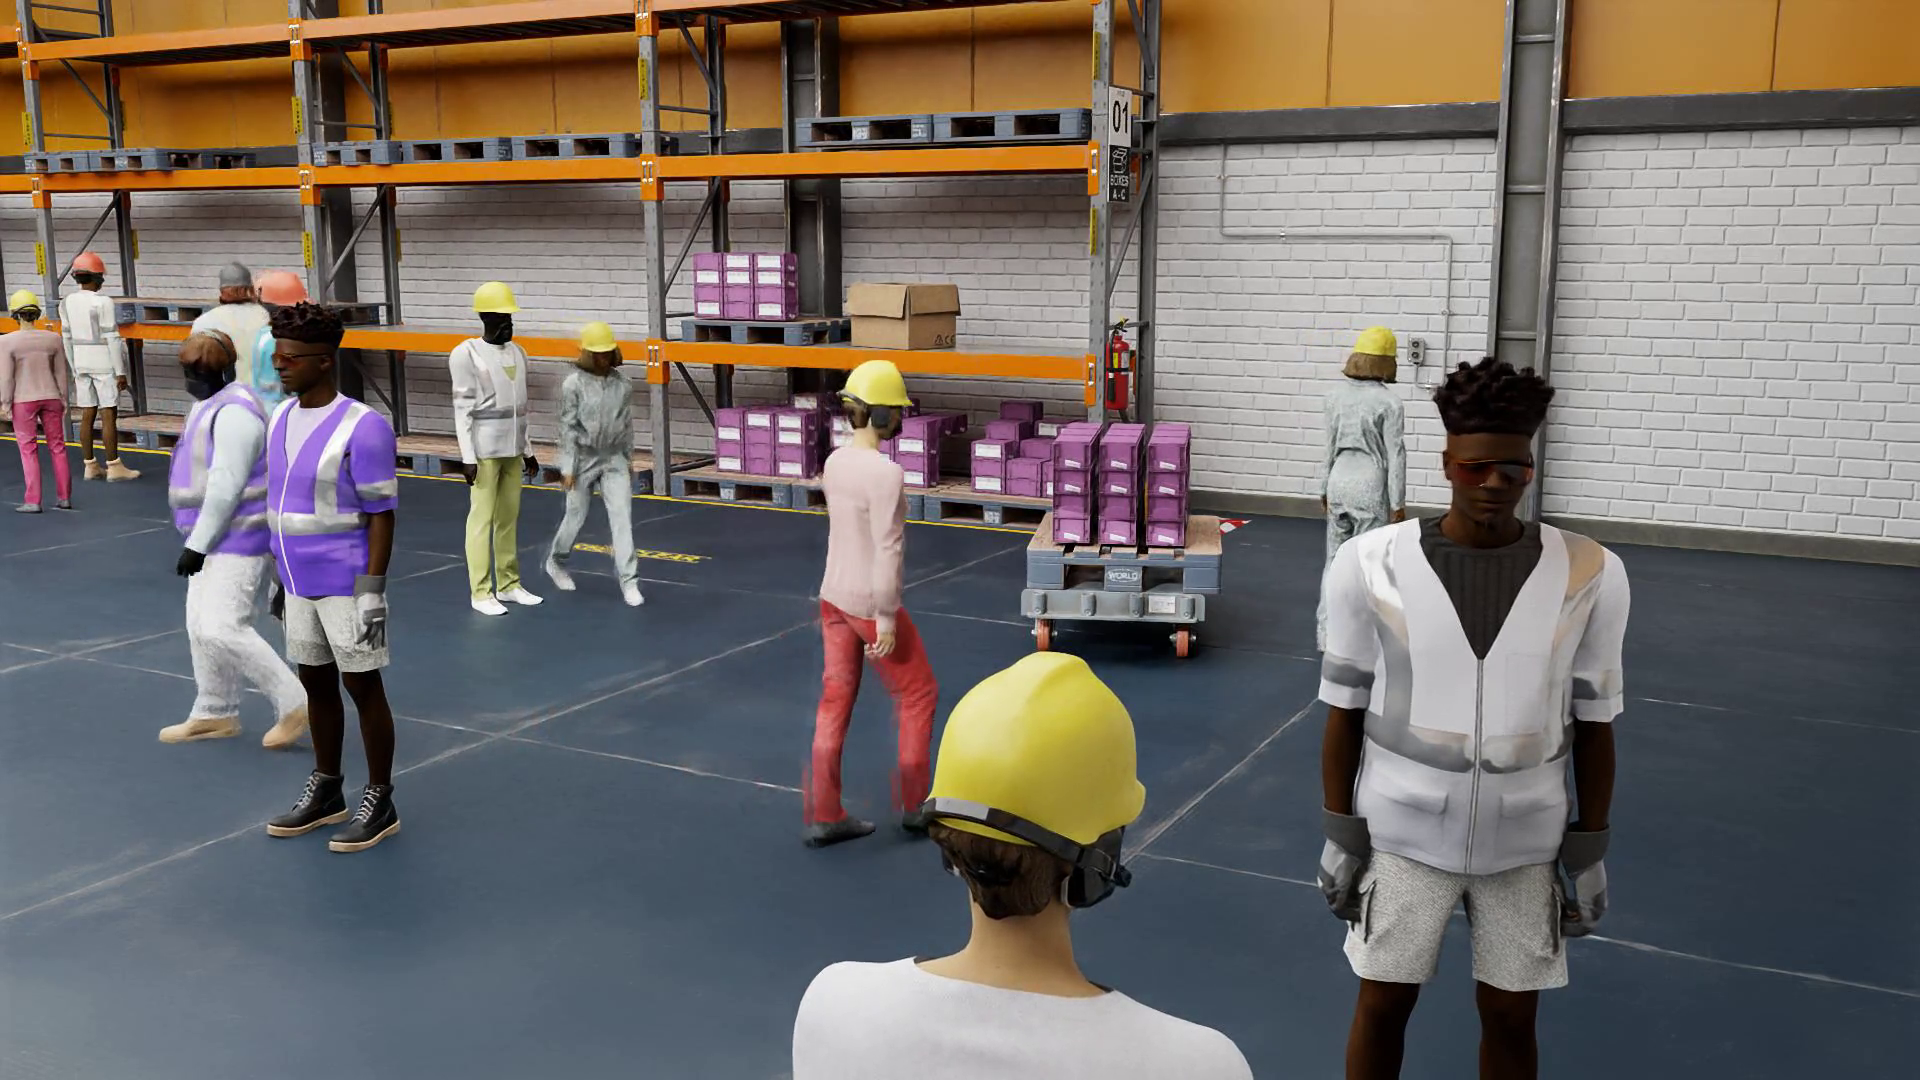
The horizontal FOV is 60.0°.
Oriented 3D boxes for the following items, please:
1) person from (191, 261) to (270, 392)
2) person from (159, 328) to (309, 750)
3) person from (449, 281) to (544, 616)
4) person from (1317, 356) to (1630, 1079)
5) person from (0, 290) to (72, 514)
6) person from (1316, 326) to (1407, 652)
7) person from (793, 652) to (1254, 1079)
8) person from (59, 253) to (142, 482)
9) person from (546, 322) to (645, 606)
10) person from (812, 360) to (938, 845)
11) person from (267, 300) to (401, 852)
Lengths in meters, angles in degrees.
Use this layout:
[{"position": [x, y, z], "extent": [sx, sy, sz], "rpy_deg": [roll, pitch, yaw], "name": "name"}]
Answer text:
[{"position": [-5.204, -1.036, 12.152], "extent": [0.694, 2.000, 0.772], "rpy_deg": [-5, 12, -27], "name": "person"}, {"position": [-3.088, 0.008, 7.058], "extent": [0.568, 1.816, 0.634], "rpy_deg": [-7, 12, -33], "name": "person"}, {"position": [-2.696, -0.537, 9.724], "extent": [0.371, 1.929, 0.585], "rpy_deg": [5, 11, 25], "name": "person"}, {"position": [1.038, 0.598, 3.439], "extent": [0.602, 1.957, 0.385], "rpy_deg": [2, 10, 10], "name": "person"}, {"position": [-7.361, -1.094, 13.222], "extent": [0.310, 1.768, 0.533], "rpy_deg": [7, 12, 33], "name": "person"}, {"position": [2.087, -0.232, 8.601], "extent": [0.317, 1.733, 0.504], "rpy_deg": [-9, 13, -40], "name": "person"}, {"position": [0.074, 0.990, 1.802], "extent": [0.523, 1.769, 0.313], "rpy_deg": [4, 11, 22], "name": "person"}, {"position": [-7.721, -1.540, 14.913], "extent": [0.605, 2.043, 0.384], "rpy_deg": [4, 11, 20], "name": "person"}, {"position": [-2.220, -0.481, 10.062], "extent": [0.525, 1.693, 0.876], "rpy_deg": [-8, 13, -39], "name": "person"}, {"position": [-0.256, 0.228, 6.006], "extent": [0.709, 1.741, 0.541], "rpy_deg": [-7, 12, -32], "name": "person"}, {"position": [-2.266, 0.130, 5.960], "extent": [0.602, 1.967, 0.367], "rpy_deg": [6, 12, 31], "name": "person"}]
